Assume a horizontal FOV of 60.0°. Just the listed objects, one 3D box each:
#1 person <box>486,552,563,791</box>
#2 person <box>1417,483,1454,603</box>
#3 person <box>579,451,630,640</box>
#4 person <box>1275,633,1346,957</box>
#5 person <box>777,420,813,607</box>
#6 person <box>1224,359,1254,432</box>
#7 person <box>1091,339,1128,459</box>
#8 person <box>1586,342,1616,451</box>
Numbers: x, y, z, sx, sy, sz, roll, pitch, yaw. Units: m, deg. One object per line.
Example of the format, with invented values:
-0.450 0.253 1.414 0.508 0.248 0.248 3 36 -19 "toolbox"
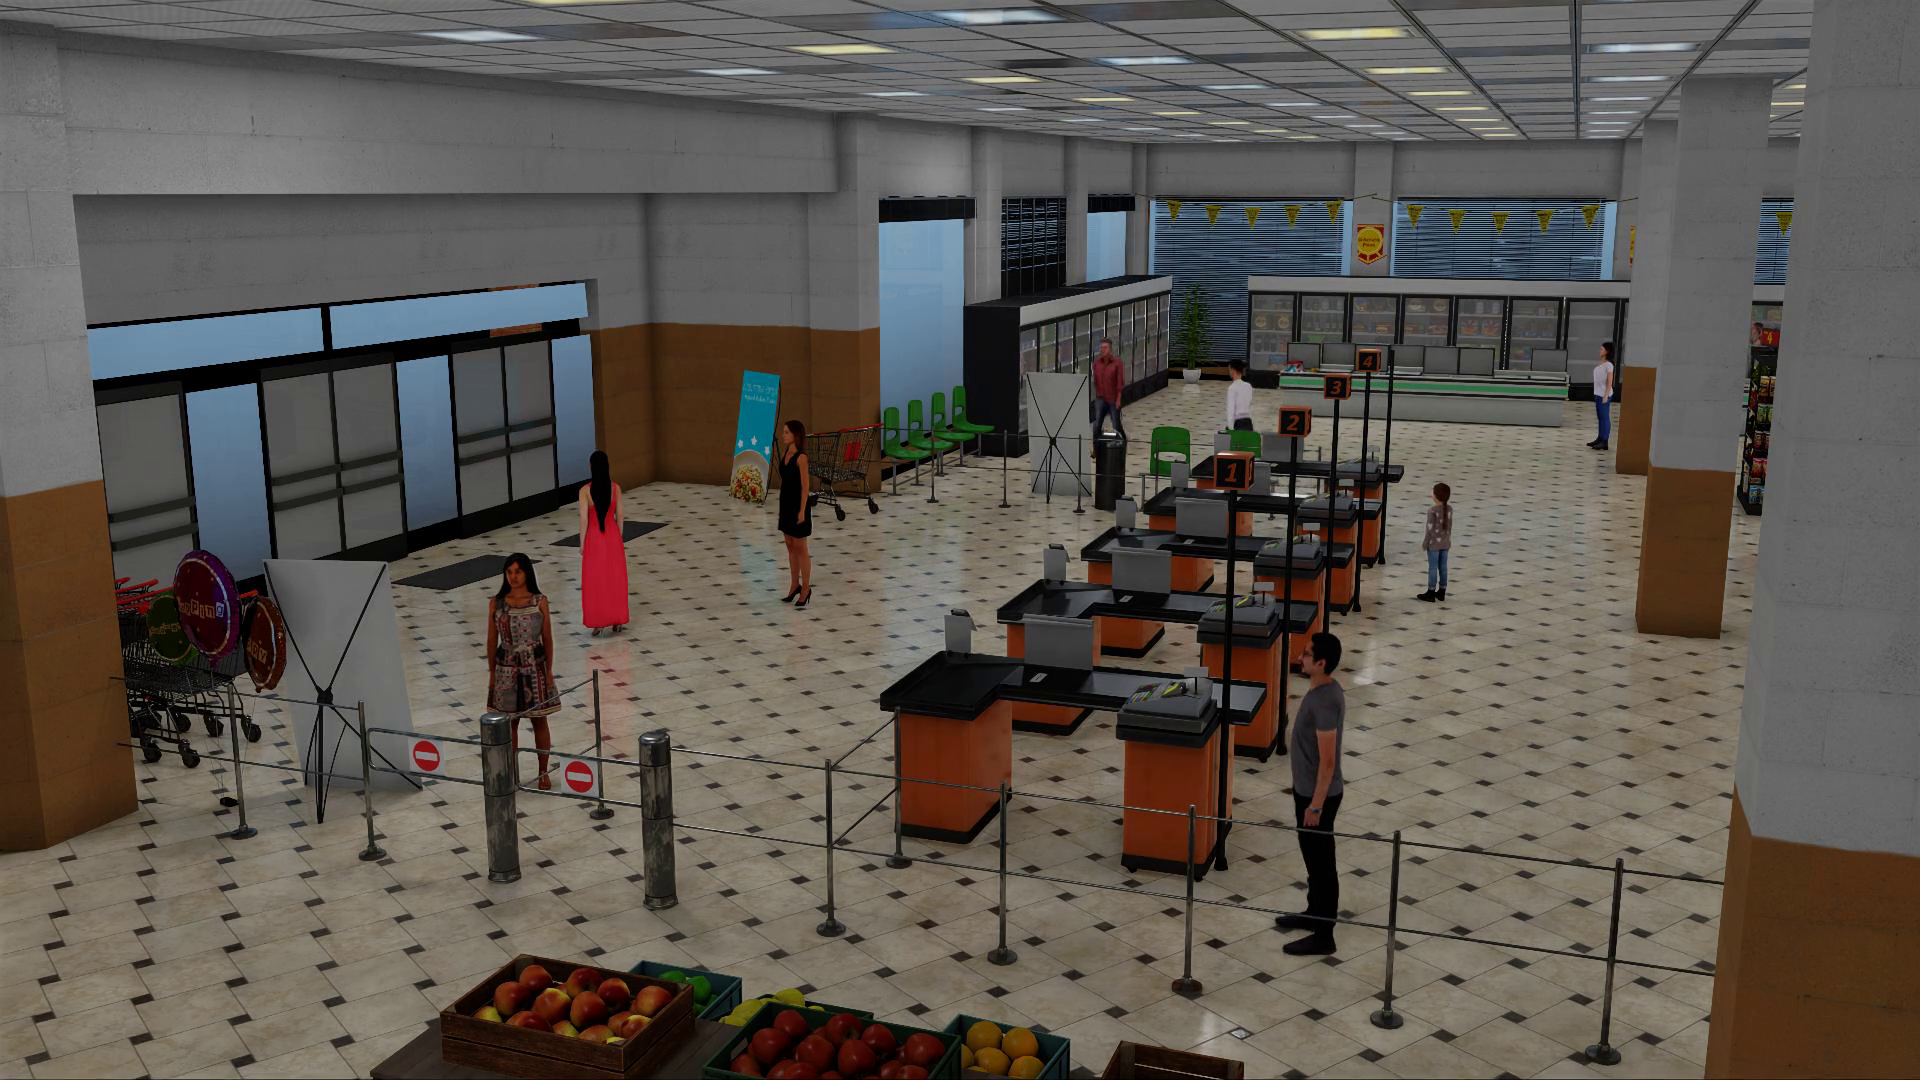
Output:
-2.981 0.889 11.330 0.643 1.645 0.784 -2 12 -8 "person"
4.760 0.020 16.552 0.555 1.194 0.612 -6 13 -25 "person"
-3.264 0.035 15.188 0.714 1.727 0.747 -8 14 -34 "person"
1.922 1.339 8.929 0.608 1.753 0.660 2 12 9 "person"
-1.622 -0.266 16.355 0.722 1.835 0.627 -9 15 -36 "person"
3.741 -1.447 21.934 0.822 1.847 0.898 -8 14 -32 "person"
2.303 -2.144 25.373 1.150 1.794 0.838 6 13 26 "person"
10.132 -2.256 26.172 0.607 1.685 0.654 1 12 5 "person"
